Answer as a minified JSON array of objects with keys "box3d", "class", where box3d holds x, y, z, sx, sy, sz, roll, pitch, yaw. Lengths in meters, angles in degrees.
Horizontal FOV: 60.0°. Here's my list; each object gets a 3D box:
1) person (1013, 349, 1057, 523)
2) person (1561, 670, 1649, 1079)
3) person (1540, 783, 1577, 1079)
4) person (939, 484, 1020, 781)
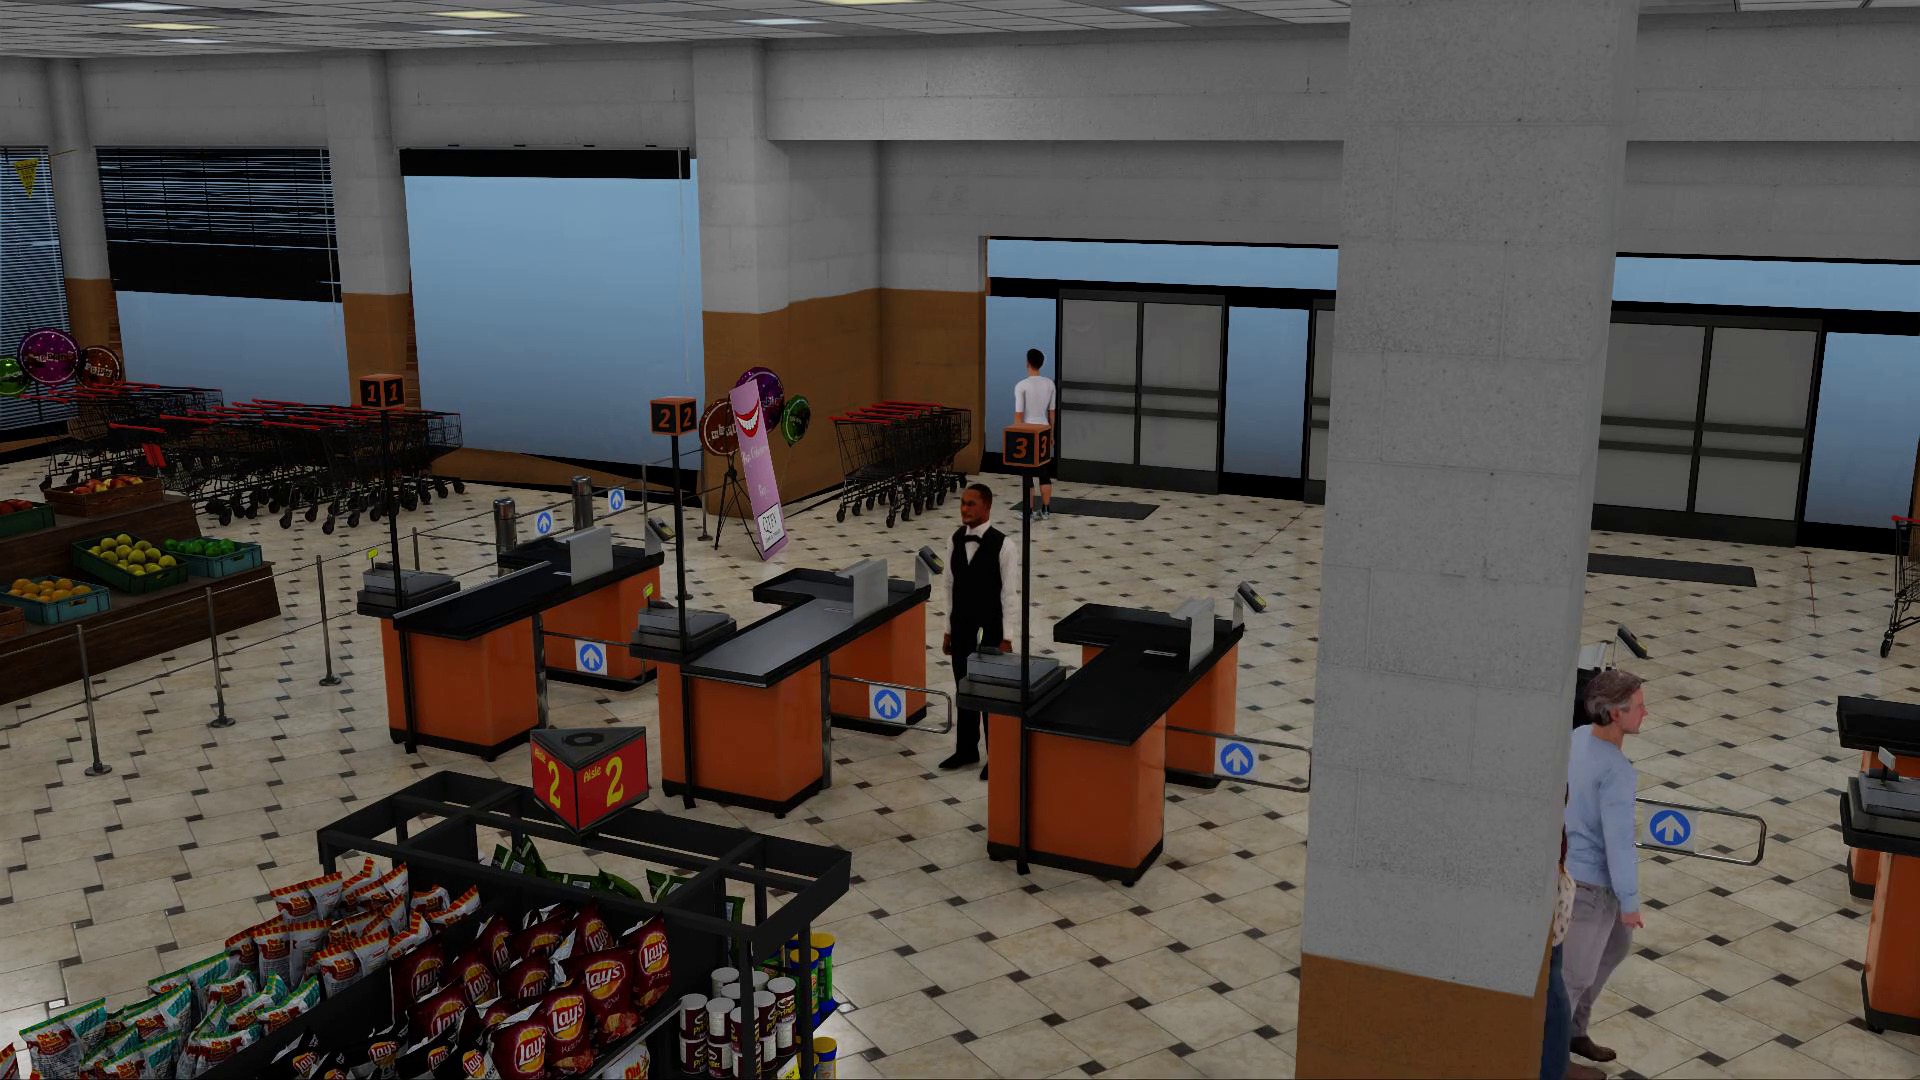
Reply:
[{"box3d":[0.793,-1.125,17.811,0.702,1.851,0.813,-8,16,-29],"class":"person"},{"box3d":[2.604,1.454,7.120,0.842,1.877,0.711,2,14,7],"class":"person"},{"box3d":[2.120,1.694,6.496,0.938,1.706,1.035,0,14,-1],"class":"person"},{"box3d":[0.134,0.573,10.670,0.732,1.917,0.633,9,16,33],"class":"person"}]
